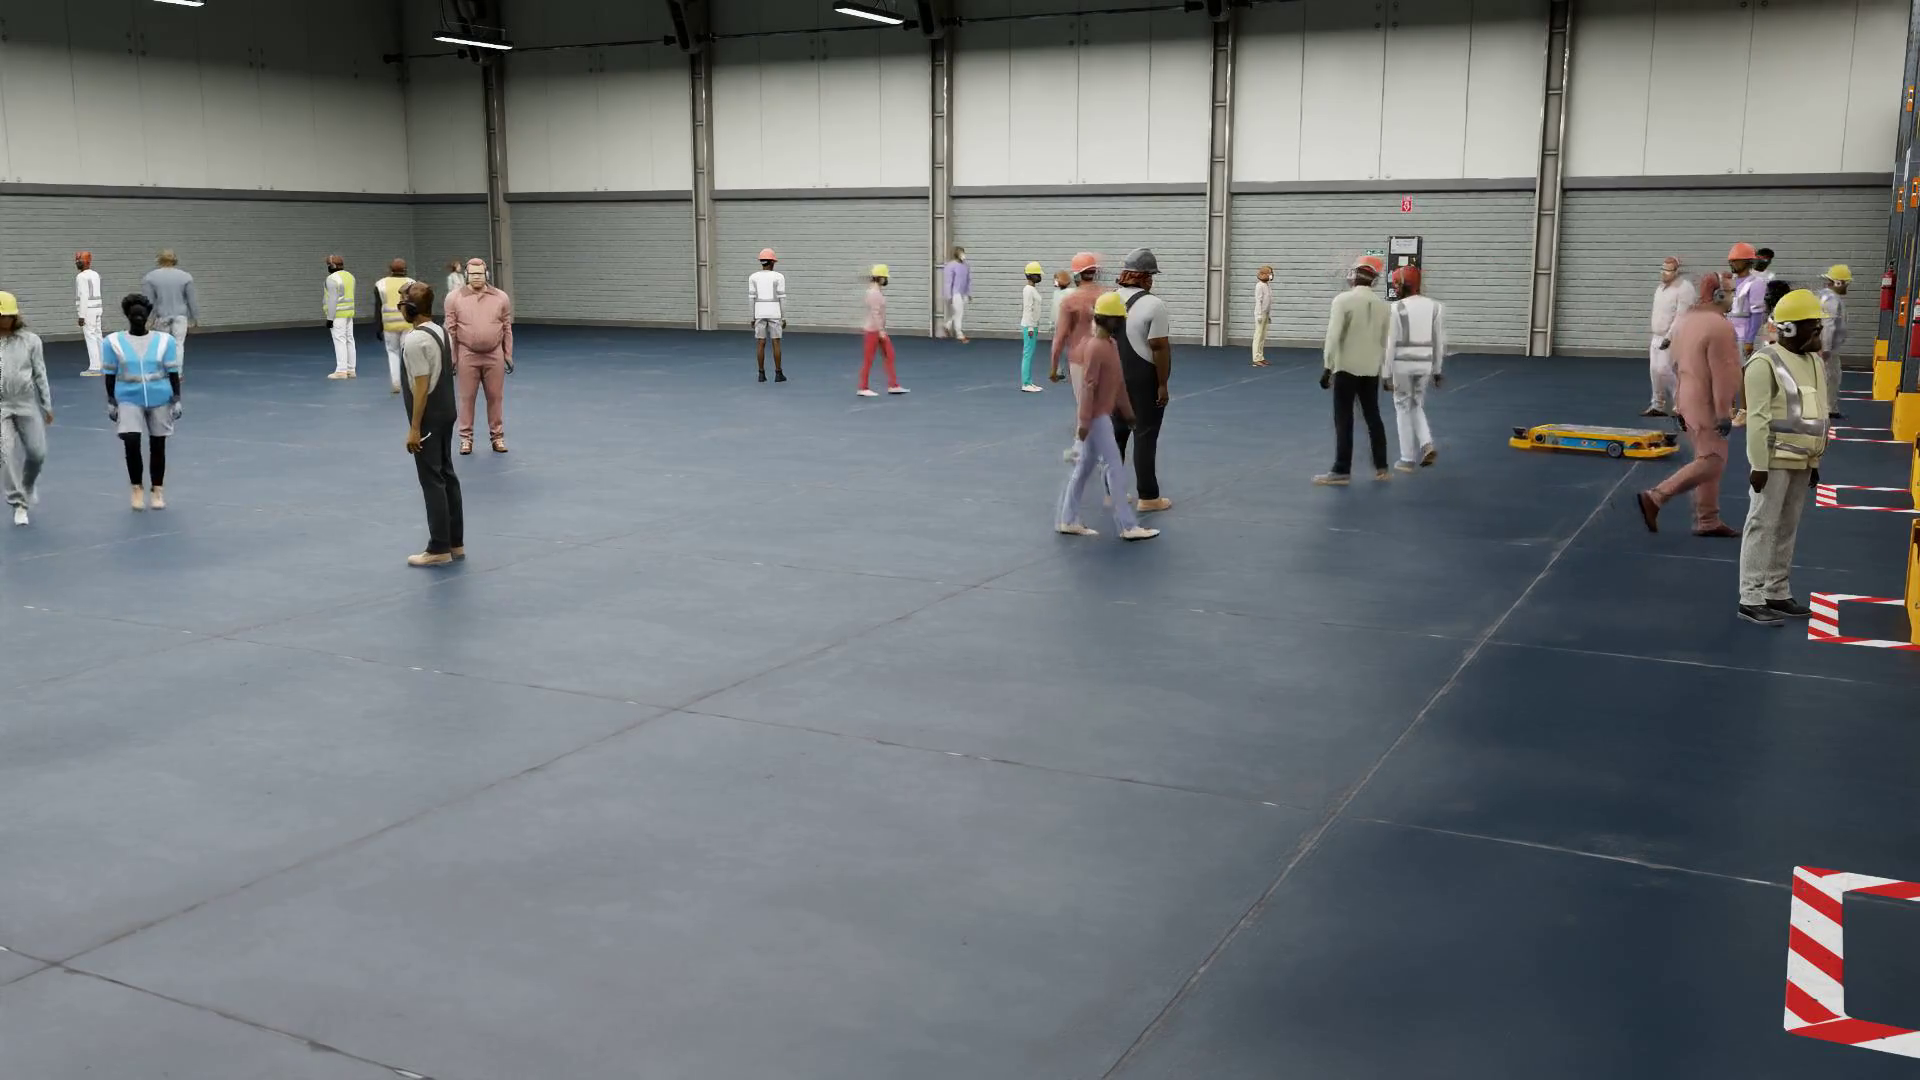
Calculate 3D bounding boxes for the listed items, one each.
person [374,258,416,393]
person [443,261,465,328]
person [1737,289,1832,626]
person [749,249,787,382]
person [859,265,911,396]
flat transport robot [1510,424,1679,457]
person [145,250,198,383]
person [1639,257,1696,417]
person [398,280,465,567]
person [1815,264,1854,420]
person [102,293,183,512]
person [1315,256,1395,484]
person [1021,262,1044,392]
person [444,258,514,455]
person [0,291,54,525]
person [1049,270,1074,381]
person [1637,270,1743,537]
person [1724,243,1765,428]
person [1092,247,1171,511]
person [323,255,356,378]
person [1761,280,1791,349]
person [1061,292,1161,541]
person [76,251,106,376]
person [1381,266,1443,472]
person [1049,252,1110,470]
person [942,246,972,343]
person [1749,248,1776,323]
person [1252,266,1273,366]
[{"bbox_3d":[-7.438,-2.832,22.186,0.653,1.816,0.727,-2,11,-13],"label":"person"},{"bbox_3d":[-10.295,-4.878,33.879,0.627,1.618,0.521,2,11,12],"label":"person"},{"bbox_3d":[4.550,-0.453,9.162,0.590,1.837,0.403,-7,13,-34],"label":"person"},{"bbox_3d":[-2.793,-3.268,24.253,0.542,1.930,0.375,1,10,8],"label":"person"},{"bbox_3d":[-0.990,-2.754,21.991,0.768,1.741,0.530,2,11,12],"label":"person"},{"bbox_3d":[6.238,-0.992,16.370,1.431,0.197,0.652,9,13,39],"label":"flat transport robot"},{"bbox_3d":[-11.388,-3.233,24.093,0.646,1.913,0.674,-3,11,-17],"label":"person"},{"bbox_3d":[8.232,-2.340,19.316,0.472,1.883,0.659,-2,11,-10],"label":"person"},{"bbox_3d":[-3.427,-0.747,10.747,0.324,1.842,0.514,1,10,6],"label":"person"},{"bbox_3d":[9.947,-2.284,19.258,0.715,1.805,0.619,3,11,16],"label":"person"},{"bbox_3d":[-6.260,-1.047,12.786,0.548,1.680,0.522,-6,12,-30],"label":"person"},{"bbox_3d":[3.415,-1.438,14.233,0.733,1.952,0.429,-6,12,-29],"label":"person"},{"bbox_3d":[0.995,-2.910,22.752,0.311,1.768,0.531,2,11,8],"label":"person"},{"bbox_3d":[-4.688,-1.789,16.261,0.651,1.904,0.402,-5,11,-24],"label":"person"},{"bbox_3d":[-7.045,-0.987,12.361,0.511,1.717,0.543,-8,13,-36],"label":"person"},{"bbox_3d":[1.481,-3.132,24.333,0.341,1.621,0.532,-6,12,-30],"label":"person"},{"bbox_3d":[5.170,-0.933,11.627,0.710,1.889,0.655,1,10,6],"label":"person"},{"bbox_3d":[8.620,-2.265,18.477,0.373,2.042,0.614,-1,10,-7],"label":"person"},{"bbox_3d":[1.399,-1.260,13.002,0.535,2.000,0.687,-10,14,-43],"label":"person"},{"bbox_3d":[-9.278,-3.332,24.854,0.429,1.842,0.626,2,11,9],"label":"person"},{"bbox_3d":[8.208,-1.769,16.739,0.359,1.684,0.551,5,12,27],"label":"person"},{"bbox_3d":[1.079,-0.850,11.630,0.854,1.731,0.543,3,11,16],"label":"person"},{"bbox_3d":[-13.224,-3.429,25.257,0.345,1.882,0.584,-1,10,-4],"label":"person"},{"bbox_3d":[4.055,-1.531,14.977,0.612,1.857,0.431,-3,11,-17],"label":"person"},{"bbox_3d":[1.082,-1.648,15.306,0.654,1.964,0.836,-7,12,-33],"label":"person"},{"bbox_3d":[-0.079,-4.879,33.082,0.682,1.919,0.637,8,13,37],"label":"person"},{"bbox_3d":[12.530,-3.635,26.264,0.639,1.923,0.713,-2,11,-10],"label":"person"},{"bbox_3d":[4.960,-3.657,27.181,0.279,1.634,0.497,6,12,30],"label":"person"}]
